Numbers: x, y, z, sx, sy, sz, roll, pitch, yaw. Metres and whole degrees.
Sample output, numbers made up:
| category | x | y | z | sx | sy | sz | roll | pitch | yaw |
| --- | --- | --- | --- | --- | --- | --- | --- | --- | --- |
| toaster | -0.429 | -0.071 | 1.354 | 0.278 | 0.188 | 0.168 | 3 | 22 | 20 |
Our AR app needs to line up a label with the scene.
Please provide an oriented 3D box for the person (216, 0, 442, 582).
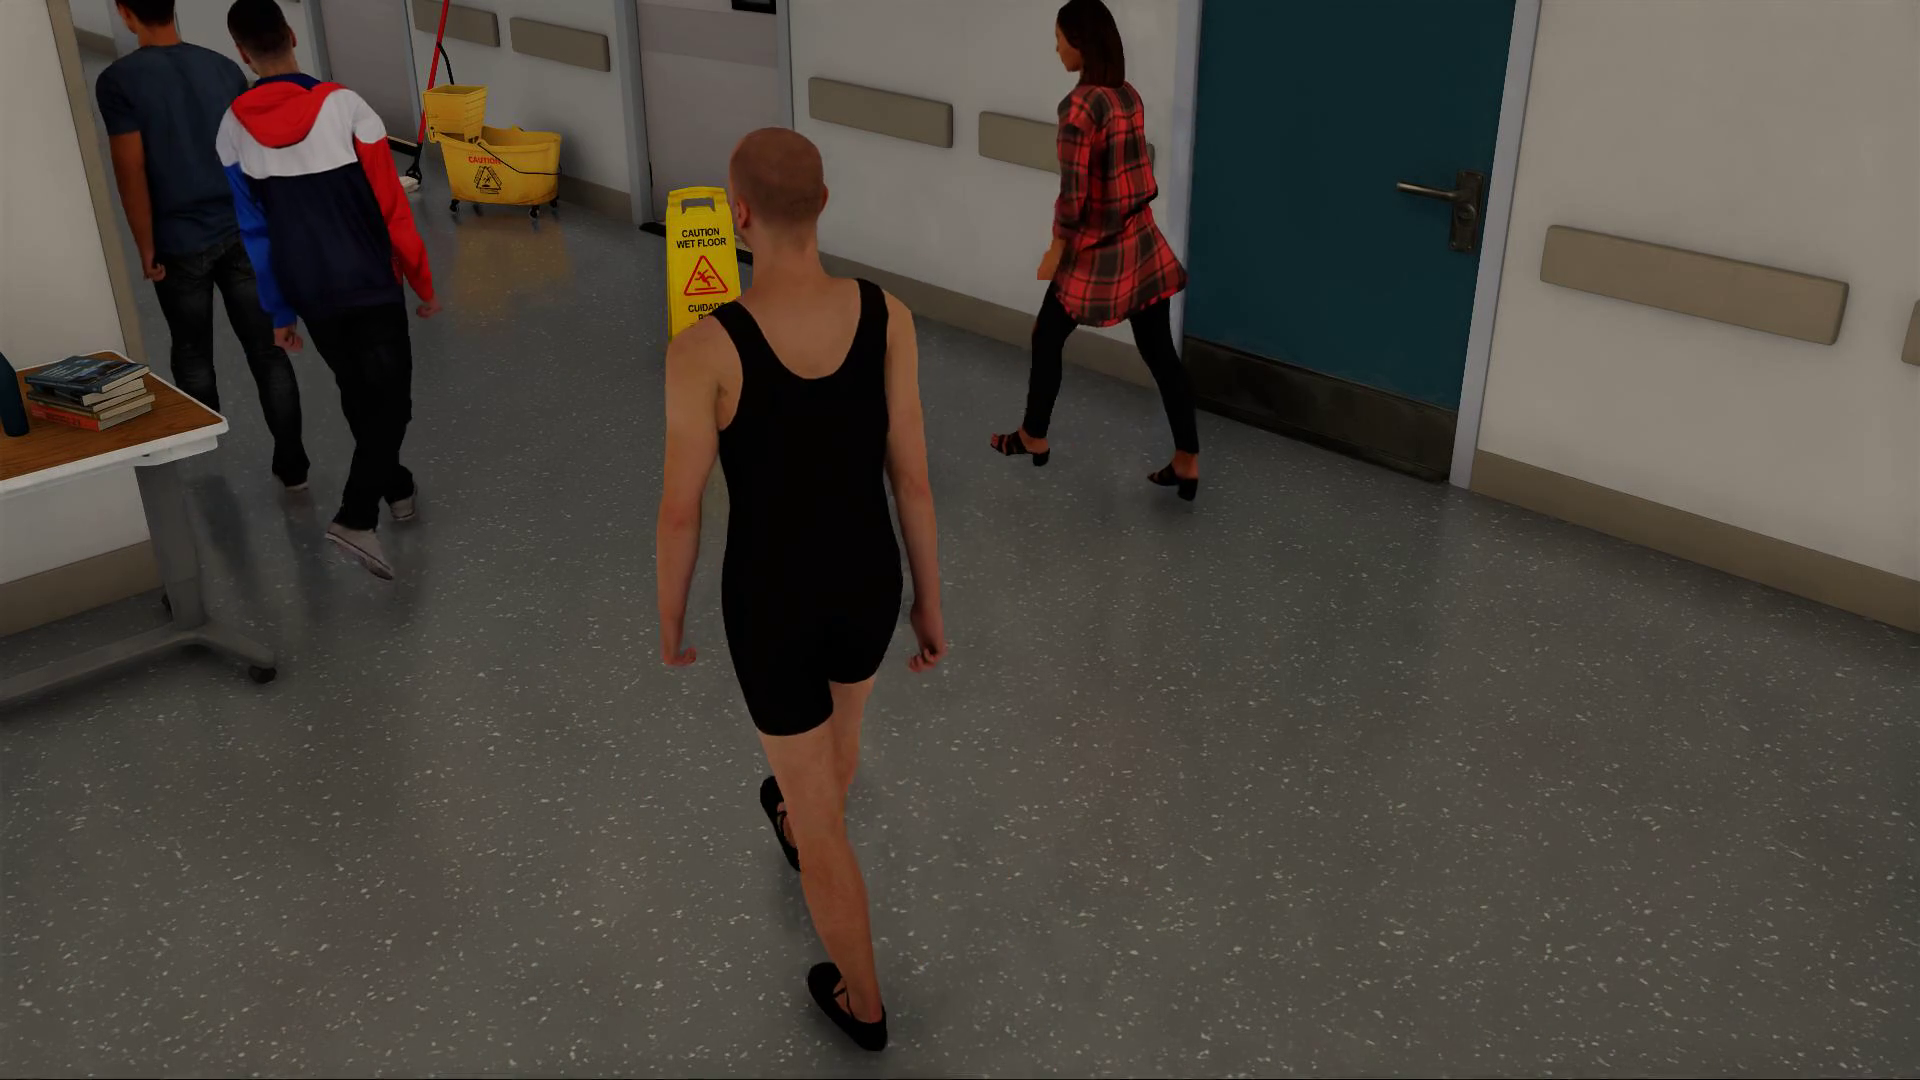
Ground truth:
| category | x | y | z | sx | sy | sz | roll | pitch | yaw |
| --- | --- | --- | --- | --- | --- | --- | --- | --- | --- |
| person | -1.914 | -0.727 | 5.086 | 1.139 | 1.719 | 1.210 | 2 | 26 | 3 |

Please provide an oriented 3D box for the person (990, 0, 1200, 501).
| category | x | y | z | sx | sy | sz | roll | pitch | yaw |
| --- | --- | --- | --- | --- | --- | --- | --- | --- | --- |
| person | 0.547 | -0.882 | 5.500 | 1.048 | 1.637 | 0.708 | 21 | 33 | 36 |

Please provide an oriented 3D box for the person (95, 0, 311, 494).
| category | x | y | z | sx | sy | sz | roll | pitch | yaw |
| --- | --- | --- | --- | --- | --- | --- | --- | --- | --- |
| person | -2.472 | -0.981 | 5.562 | 0.701 | 1.762 | 1.127 | -21 | 33 | -37 |

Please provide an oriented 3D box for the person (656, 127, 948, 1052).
| category | x | y | z | sx | sy | sz | roll | pitch | yaw |
| --- | --- | --- | --- | --- | --- | --- | --- | --- | --- |
| person | -0.238 | 0.176 | 3.145 | 0.839 | 1.778 | 1.122 | -14 | 29 | -27 |
